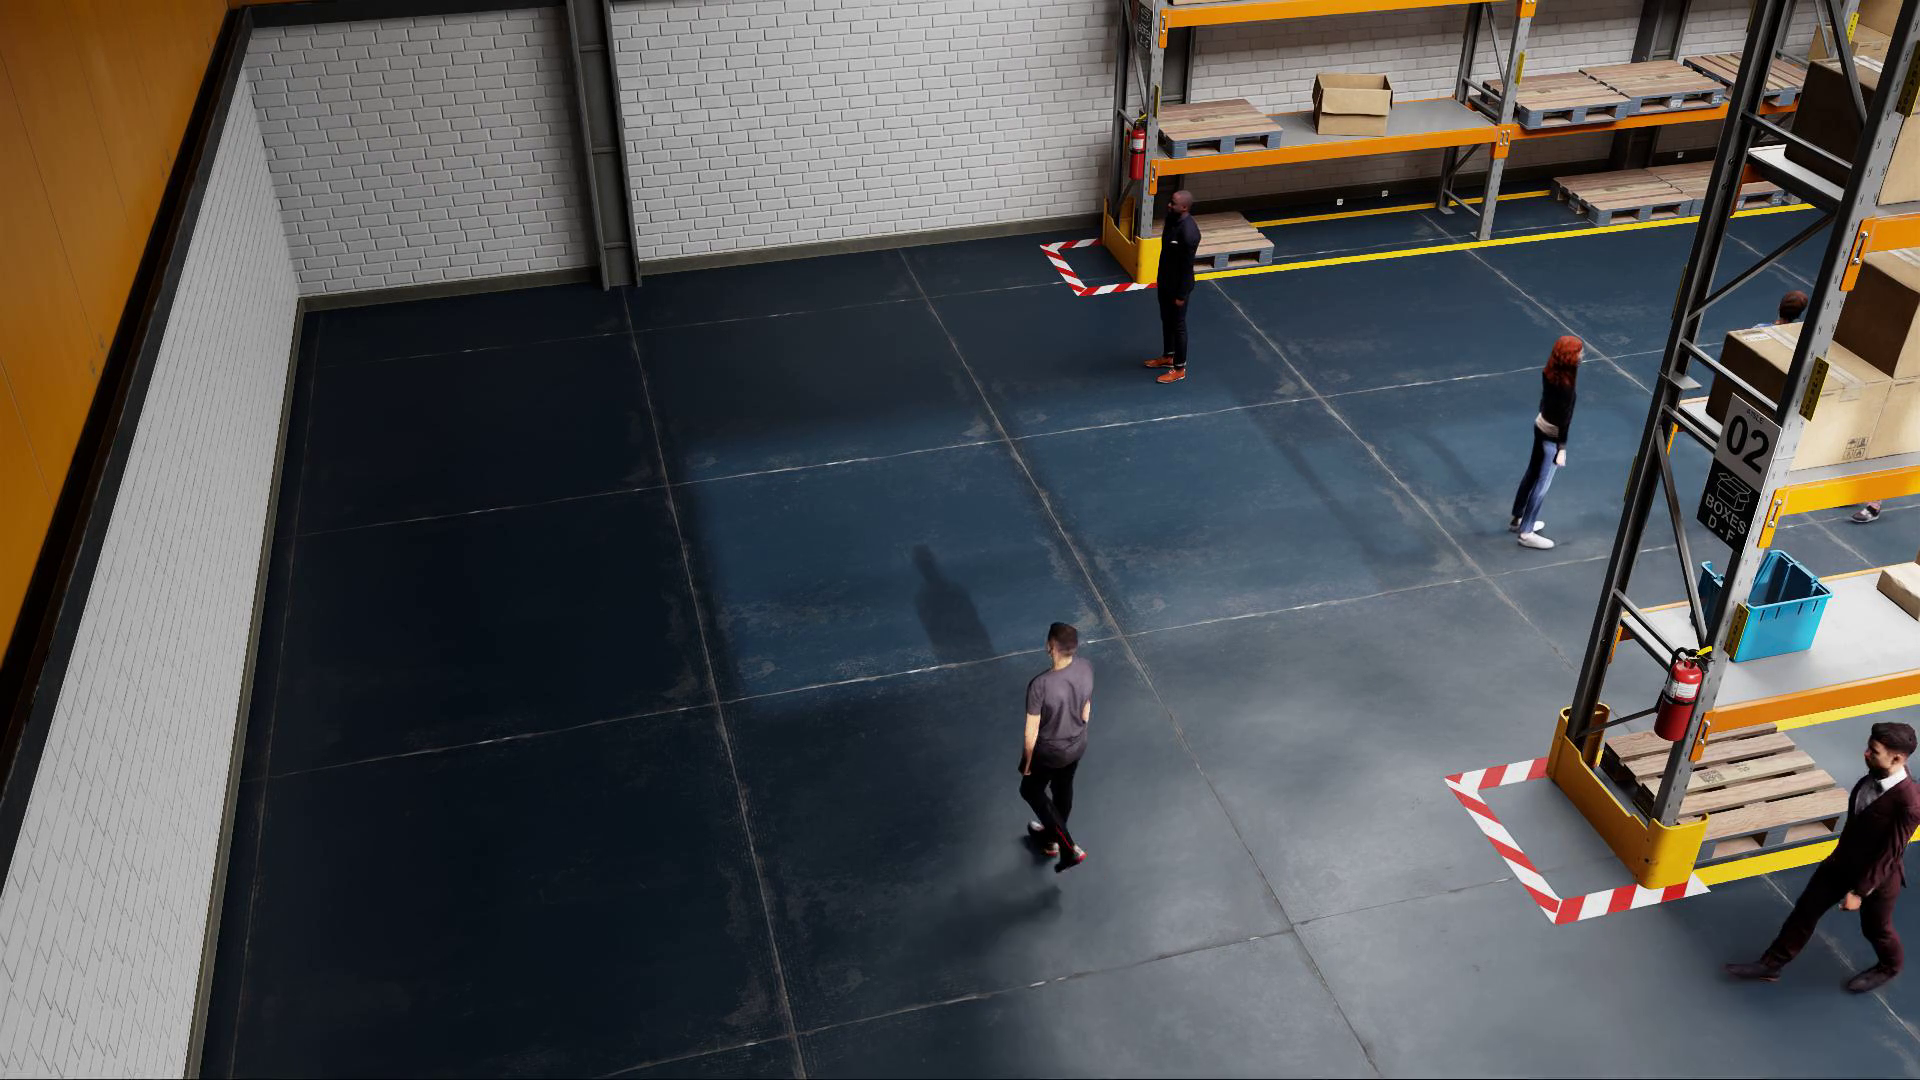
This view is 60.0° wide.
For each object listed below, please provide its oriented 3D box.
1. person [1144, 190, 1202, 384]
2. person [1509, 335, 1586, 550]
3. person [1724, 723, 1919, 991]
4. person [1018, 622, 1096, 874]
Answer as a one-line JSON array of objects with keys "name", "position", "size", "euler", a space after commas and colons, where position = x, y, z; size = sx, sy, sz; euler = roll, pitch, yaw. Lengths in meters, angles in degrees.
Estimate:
[{"name": "person", "position": [1.980, -2.343, 15.246], "size": [0.576, 1.819, 0.682], "euler": [-9, 35, -13]}, {"name": "person", "position": [4.575, -0.778, 12.920], "size": [0.606, 1.787, 0.633], "euler": [1, 34, 1]}, {"name": "person", "position": [5.005, 1.790, 9.034], "size": [1.263, 1.811, 0.818], "euler": [-4, 34, -5]}, {"name": "person", "position": [0.618, 1.275, 9.859], "size": [0.894, 1.756, 0.890], "euler": [-22, 39, -29]}]
